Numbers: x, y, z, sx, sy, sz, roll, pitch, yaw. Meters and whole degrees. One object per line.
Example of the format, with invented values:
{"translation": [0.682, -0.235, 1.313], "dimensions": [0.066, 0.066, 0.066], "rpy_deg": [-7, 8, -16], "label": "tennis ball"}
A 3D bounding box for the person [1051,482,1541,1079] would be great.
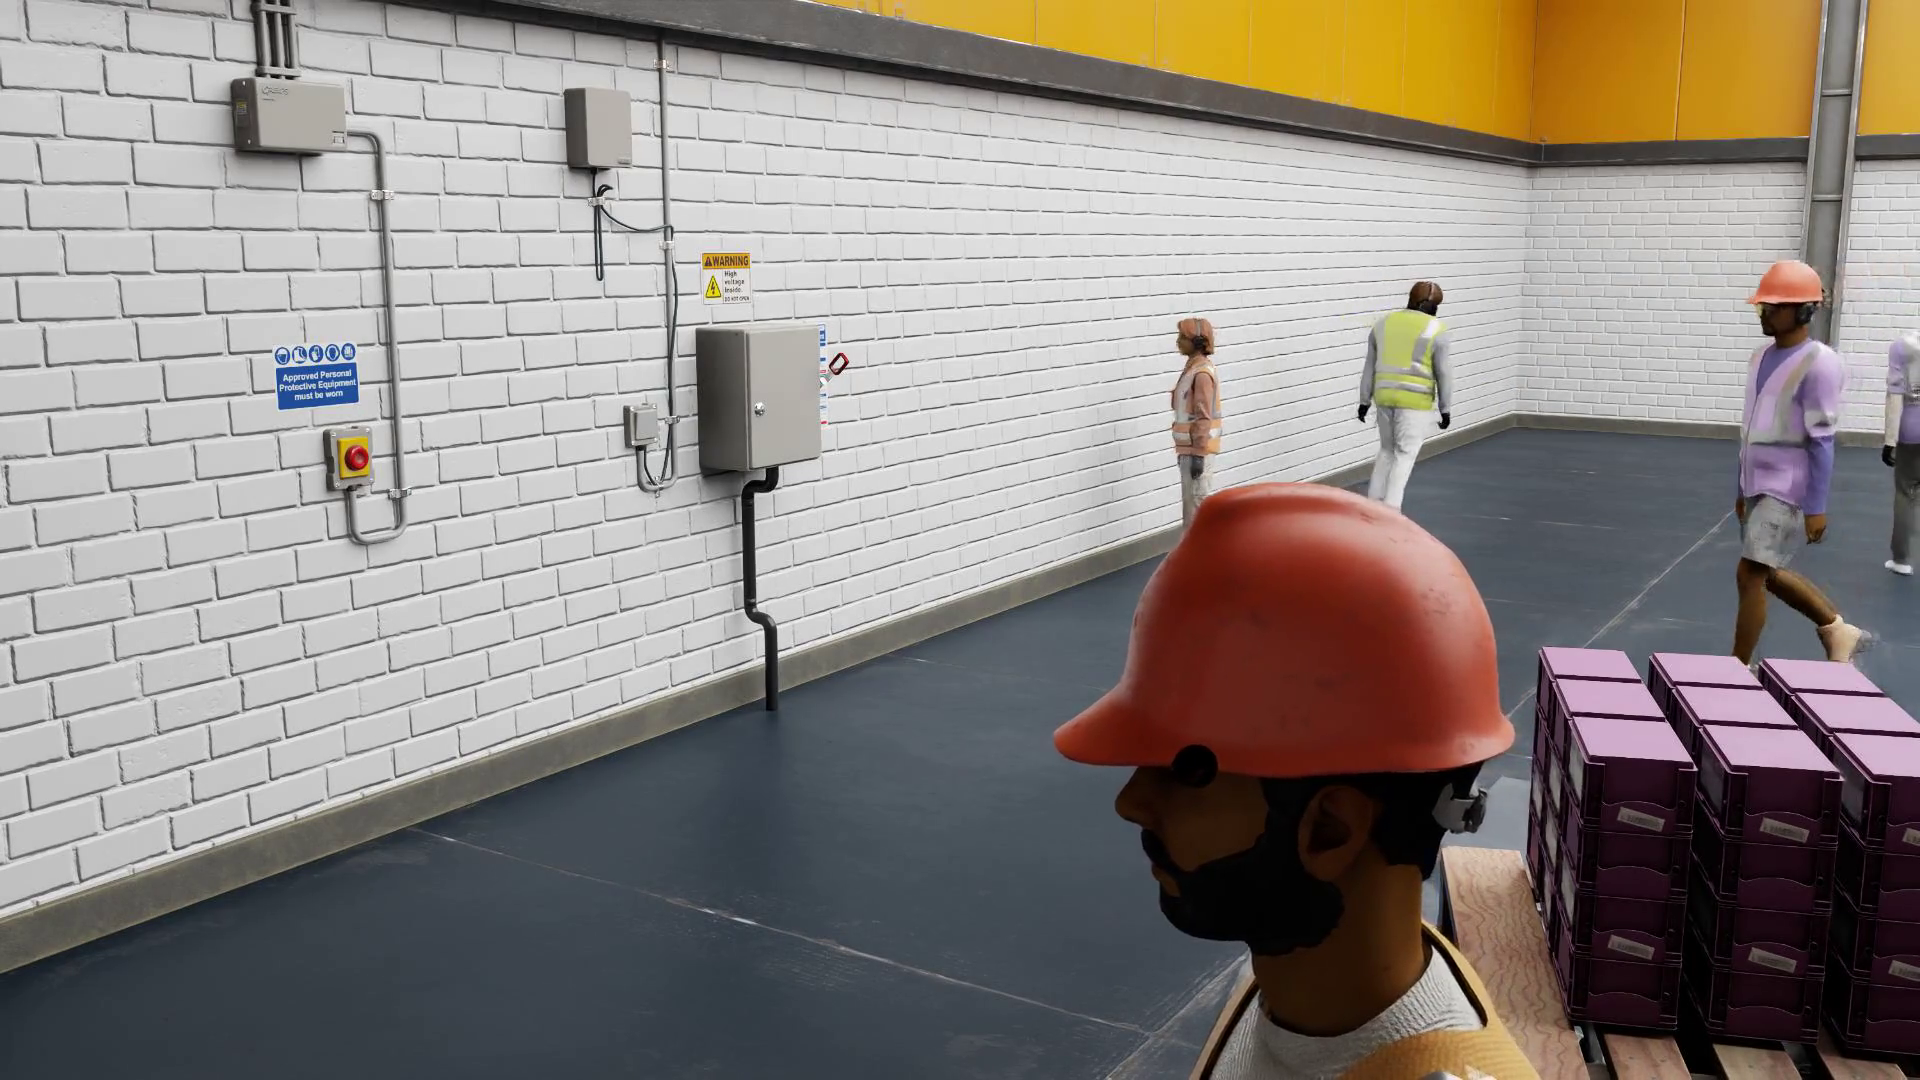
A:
{"translation": [0.242, 0.918, 1.268], "dimensions": [0.359, 1.936, 0.552], "rpy_deg": [0, 10, 1], "label": "person"}

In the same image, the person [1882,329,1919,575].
{"translation": [5.963, -0.664, 10.155], "dimensions": [0.598, 1.898, 0.866], "rpy_deg": [3, 11, 14], "label": "person"}

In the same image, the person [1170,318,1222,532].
{"translation": [1.446, -0.528, 10.138], "dimensions": [0.357, 1.636, 0.534], "rpy_deg": [0, 10, -1], "label": "person"}

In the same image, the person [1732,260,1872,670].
{"translation": [3.770, -0.248, 7.522], "dimensions": [0.879, 2.020, 0.615], "rpy_deg": [-1, 10, -4], "label": "person"}

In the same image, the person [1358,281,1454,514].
{"translation": [3.267, -0.989, 12.209], "dimensions": [0.510, 1.804, 0.646], "rpy_deg": [-9, 14, -42], "label": "person"}
